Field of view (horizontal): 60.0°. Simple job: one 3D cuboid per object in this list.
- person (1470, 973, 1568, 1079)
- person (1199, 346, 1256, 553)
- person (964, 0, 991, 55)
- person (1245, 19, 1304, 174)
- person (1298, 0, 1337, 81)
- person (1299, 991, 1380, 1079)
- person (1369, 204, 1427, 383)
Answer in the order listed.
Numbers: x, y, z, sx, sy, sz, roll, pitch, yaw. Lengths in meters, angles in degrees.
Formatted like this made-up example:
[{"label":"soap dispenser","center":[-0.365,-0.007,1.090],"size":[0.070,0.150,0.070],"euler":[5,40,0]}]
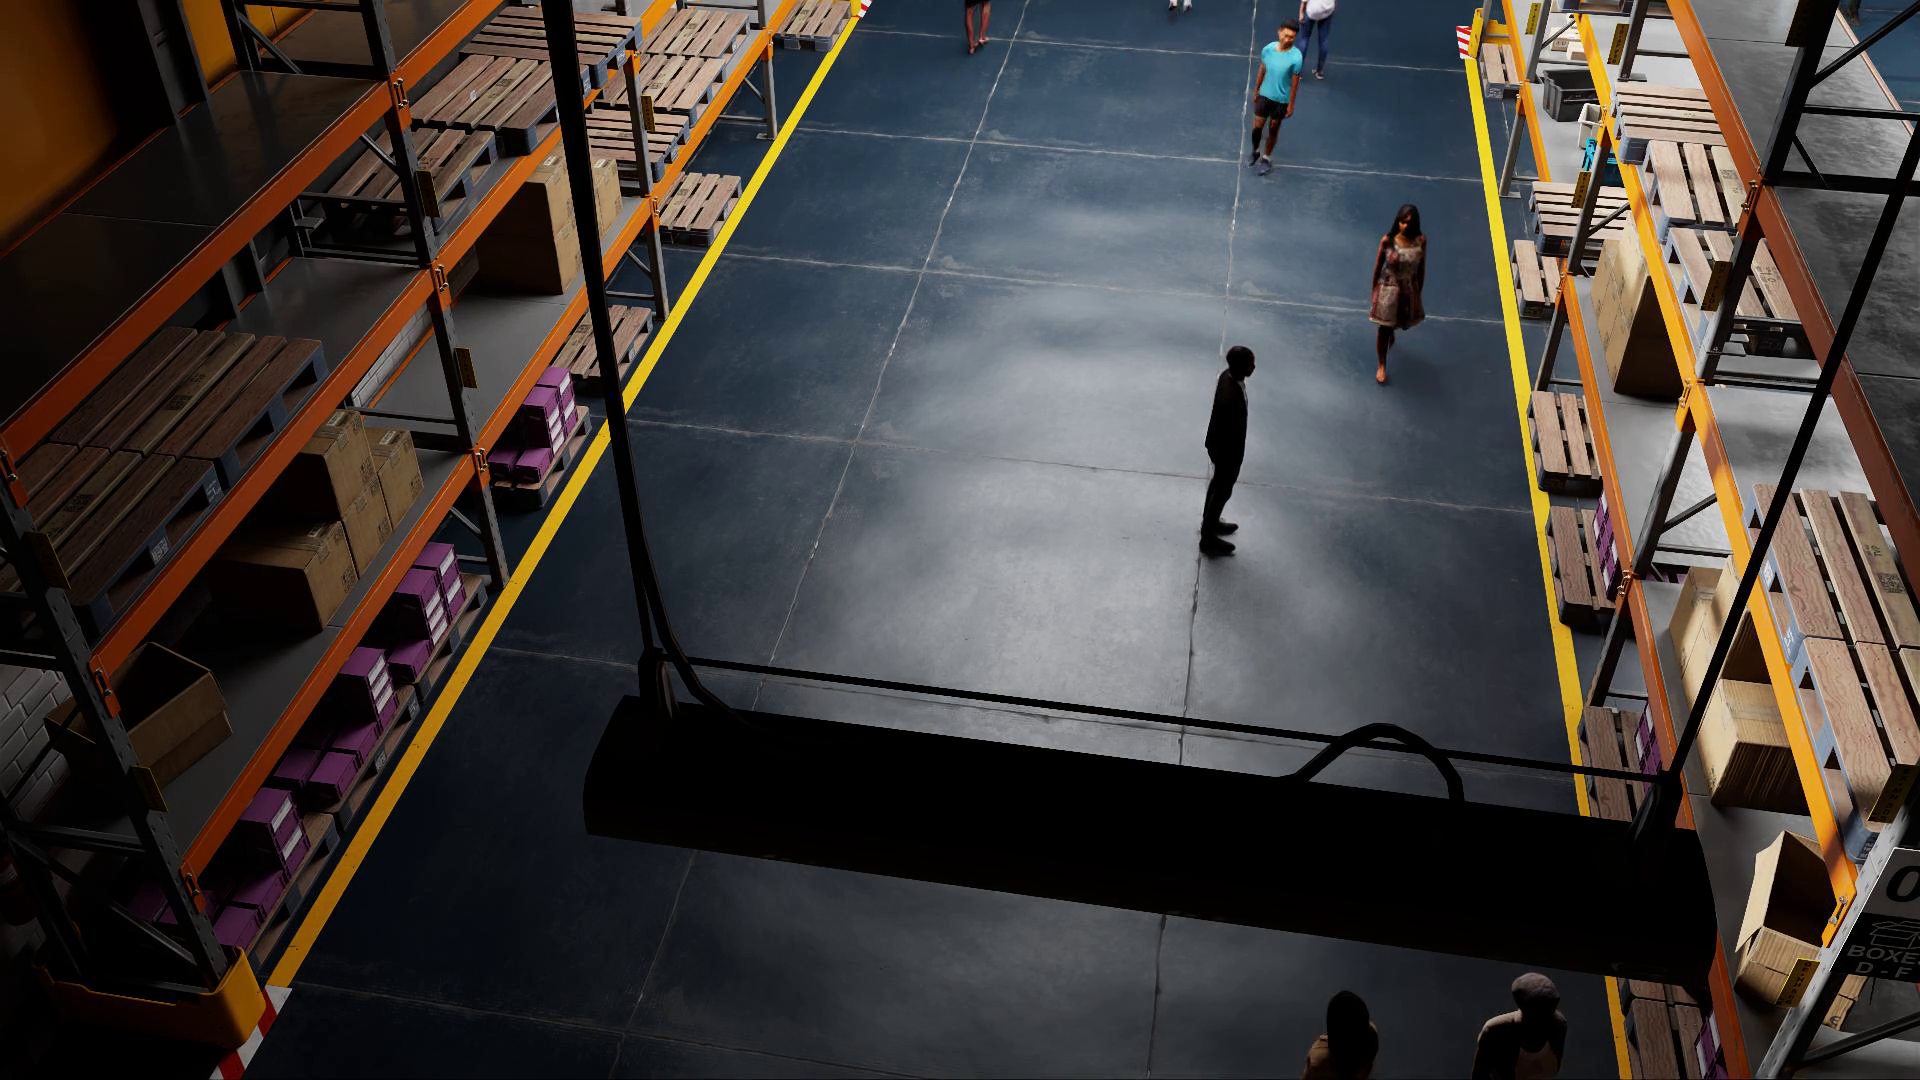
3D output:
[{"label":"person","center":[2.723,2.775,8.323],"size":[0.697,1.753,0.674],"euler":[-8,39,-10]},{"label":"person","center":[2.013,-0.697,12.633],"size":[0.729,1.799,0.531],"euler":[3,39,4]},{"label":"person","center":[0.164,-6.793,20.338],"size":[0.639,1.710,0.691],"euler":[9,39,11]},{"label":"person","center":[3.353,-4.734,17.723],"size":[0.726,1.755,0.689],"euler":[24,45,27]},{"label":"person","center":[4.290,-6.304,19.724],"size":[0.736,1.711,0.740],"euler":[-7,39,-8]},{"label":"person","center":[1.906,2.861,8.279],"size":[0.941,1.672,1.004],"euler":[-26,45,-29]},{"label":"person","center":[3.863,-2.243,14.699],"size":[0.705,1.636,0.894],"euler":[3,39,4]}]
